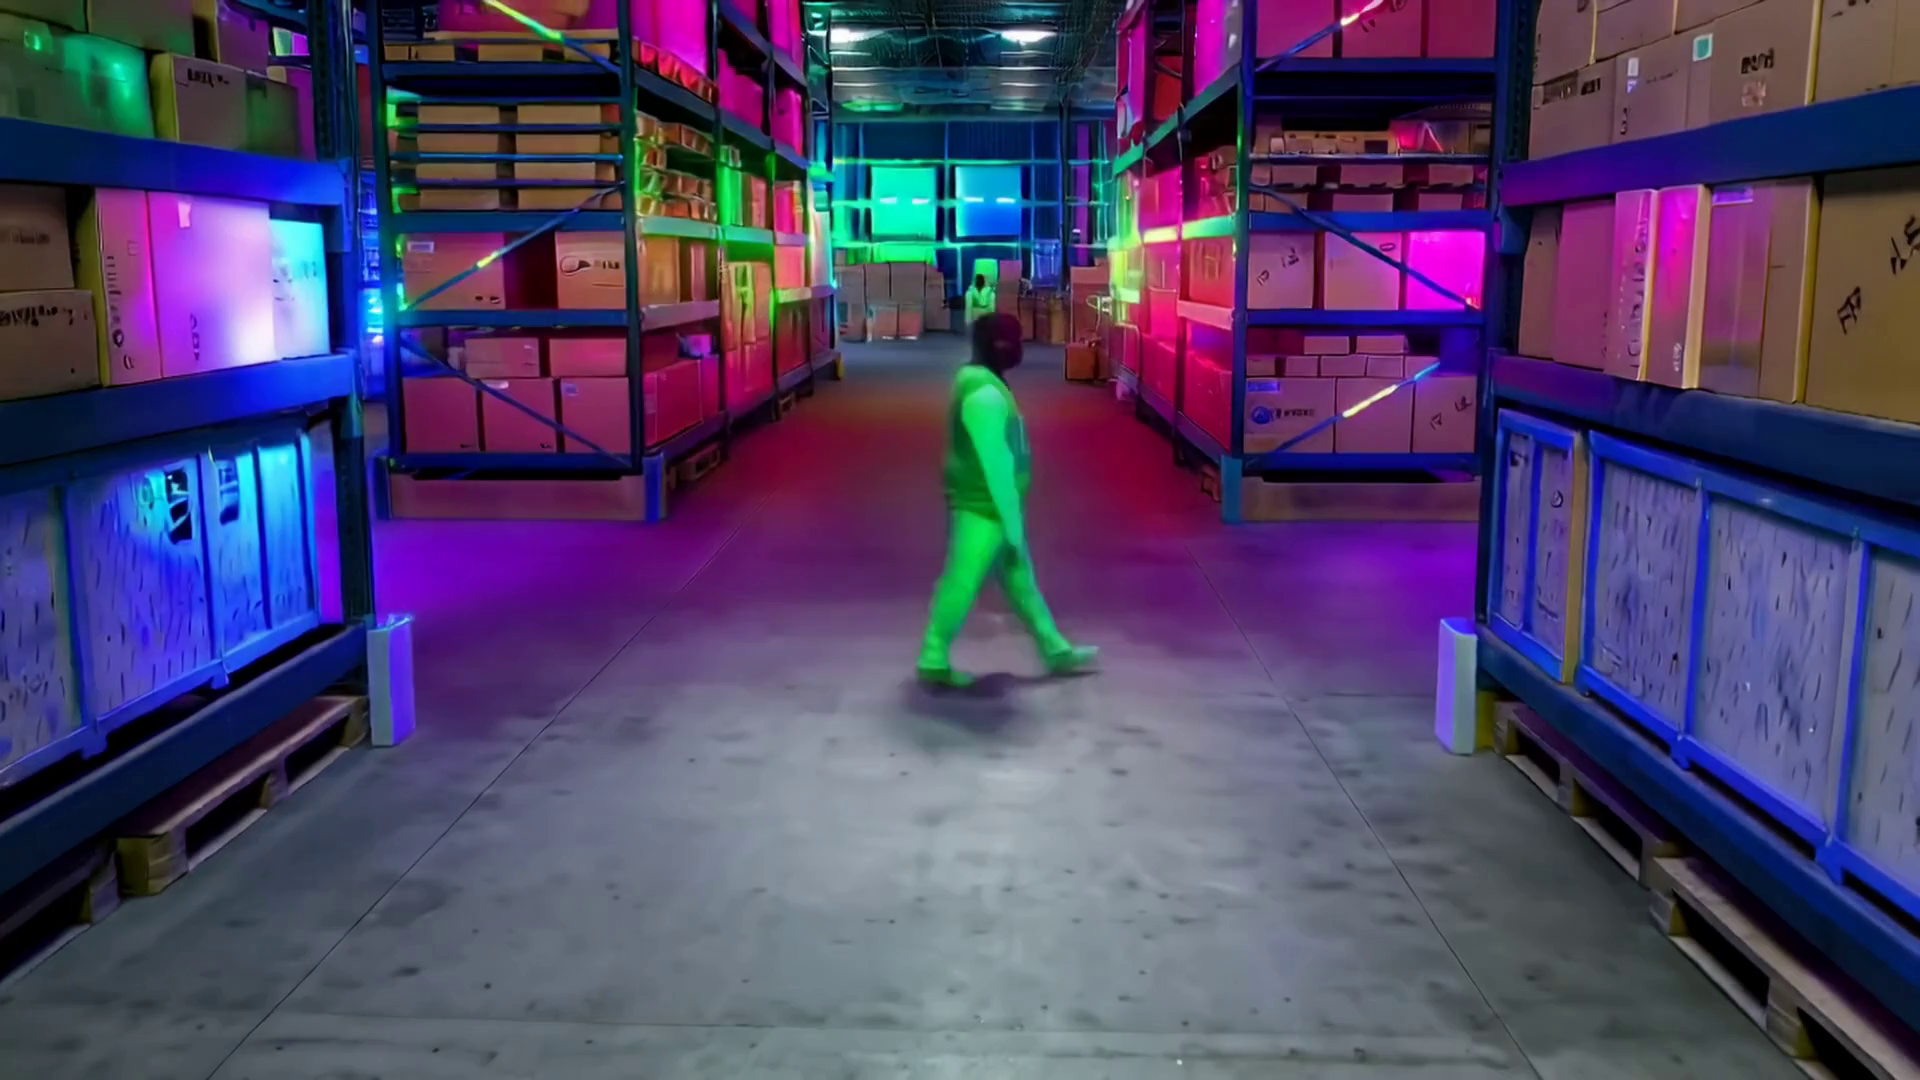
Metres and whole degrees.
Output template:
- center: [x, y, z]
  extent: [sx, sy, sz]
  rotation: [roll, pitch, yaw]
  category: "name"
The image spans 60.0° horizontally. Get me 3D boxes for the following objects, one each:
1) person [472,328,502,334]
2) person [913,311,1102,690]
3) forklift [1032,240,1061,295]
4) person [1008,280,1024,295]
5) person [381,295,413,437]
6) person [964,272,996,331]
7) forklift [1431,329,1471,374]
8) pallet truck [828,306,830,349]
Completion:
- center: [-7.951, -3.597, 27.953]
  extent: [0.544, 1.931, 0.370]
  rotation: [0, 9, -2]
  category: "person"
- center: [0.206, -0.173, 7.861]
  extent: [0.950, 1.790, 0.658]
  rotation: [0, 9, -1]
  category: "person"
- center: [3.172, -9.648, 61.356]
  extent: [1.129, 2.768, 1.873]
  rotation: [0, 9, 1]
  category: "forklift"
- center: [1.899, -8.324, 56.382]
  extent: [0.761, 1.892, 0.436]
  rotation: [7, 12, 35]
  category: "person"
- center: [-5.807, -1.683, 17.181]
  extent: [0.322, 1.697, 0.531]
  rotation: [-3, 10, -15]
  category: "person"
- center: [0.392, -4.413, 33.128]
  extent: [0.652, 1.831, 0.462]
  rotation: [1, 10, 5]
  category: "person"
- center: [6.224, -3.257, 23.074]
  extent: [1.873, 2.768, 1.129]
  rotation: [-9, 13, -44]
  category: "forklift"
- center: [-3.100, -3.940, 29.800]
  extent: [1.885, 1.965, 0.823]
  rotation: [3, 10, 19]
  category: "pallet truck"
